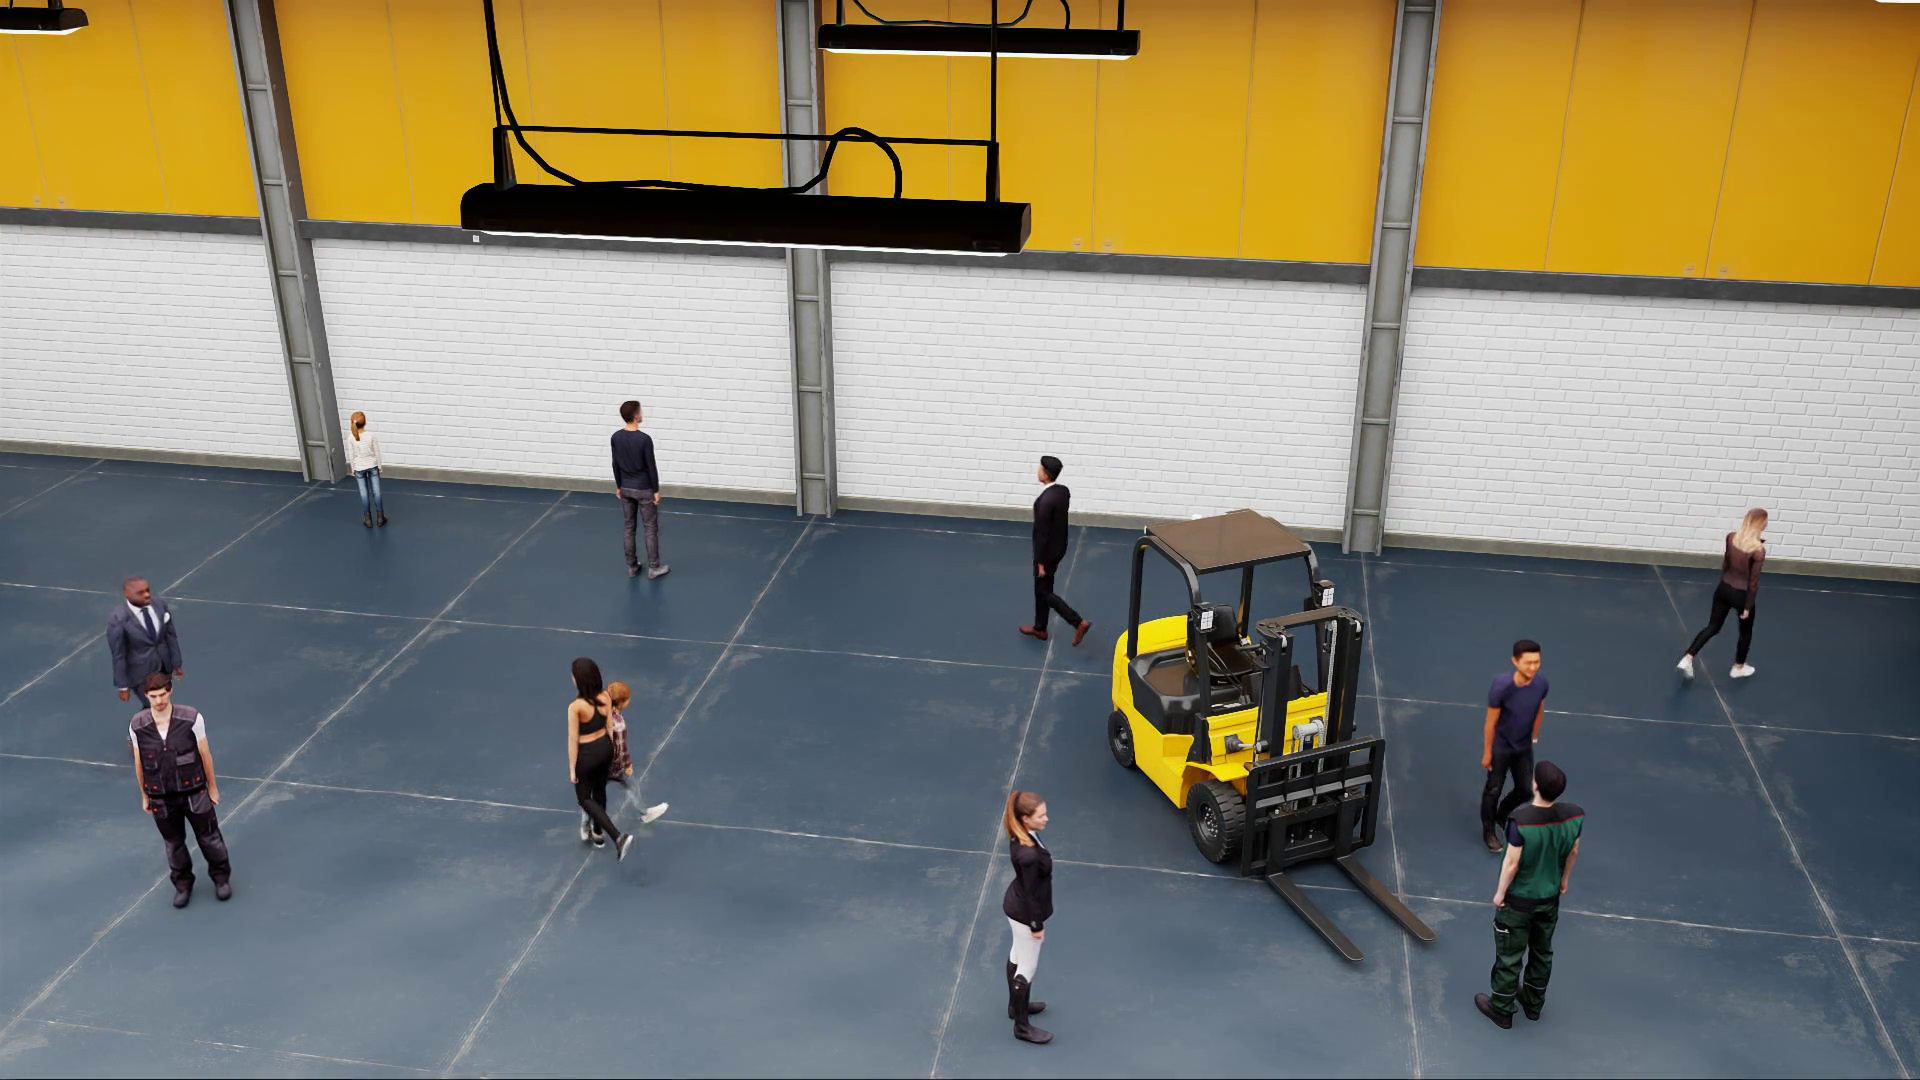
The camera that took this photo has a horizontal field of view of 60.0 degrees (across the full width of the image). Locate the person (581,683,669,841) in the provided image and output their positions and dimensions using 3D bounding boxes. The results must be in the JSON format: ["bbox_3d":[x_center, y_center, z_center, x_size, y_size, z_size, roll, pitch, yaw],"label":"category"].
[{"bbox_3d":[-2.678,1.715,12.544,0.933,1.252,0.908,-20,31,-39],"label":"person"}]

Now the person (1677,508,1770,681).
[{"bbox_3d":[6.805,0.514,14.762,1.159,1.676,0.991,-10,26,-22],"label":"person"}]

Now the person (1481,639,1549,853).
[{"bbox_3d":[4.059,1.486,12.405,0.682,1.783,0.789,-3,24,-8],"label":"person"}]

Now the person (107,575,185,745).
[{"bbox_3d":[-6.549,1.069,13.338,1.260,1.799,0.878,10,26,22],"label":"person"}]

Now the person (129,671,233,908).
[{"bbox_3d":[-5.508,1.748,11.730,0.688,1.844,0.805,-6,24,-14],"label":"person"}]

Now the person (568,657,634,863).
[{"bbox_3d":[-2.670,1.633,12.259,1.012,1.630,0.854,19,30,37],"label":"person"}]

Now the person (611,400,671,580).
[{"bbox_3d":[-3.271,-0.508,16.863,0.524,1.866,0.716,7,25,16],"label":"person"}]

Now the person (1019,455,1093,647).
[{"bbox_3d":[0.904,0.128,15.411,1.114,1.863,0.903,12,27,26],"label":"person"}]

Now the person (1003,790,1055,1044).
[{"bbox_3d":[0.419,2.355,10.482,0.608,1.730,0.620,-1,24,-2],"label":"person"}]

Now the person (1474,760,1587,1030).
[{"bbox_3d":[3.621,2.235,10.544,0.684,1.901,0.813,-7,25,-16],"label":"person"}]

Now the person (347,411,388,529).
[{"bbox_3d":[-6.486,-0.777,18.164,0.544,1.316,0.621,-8,25,-18],"label":"person"}]
